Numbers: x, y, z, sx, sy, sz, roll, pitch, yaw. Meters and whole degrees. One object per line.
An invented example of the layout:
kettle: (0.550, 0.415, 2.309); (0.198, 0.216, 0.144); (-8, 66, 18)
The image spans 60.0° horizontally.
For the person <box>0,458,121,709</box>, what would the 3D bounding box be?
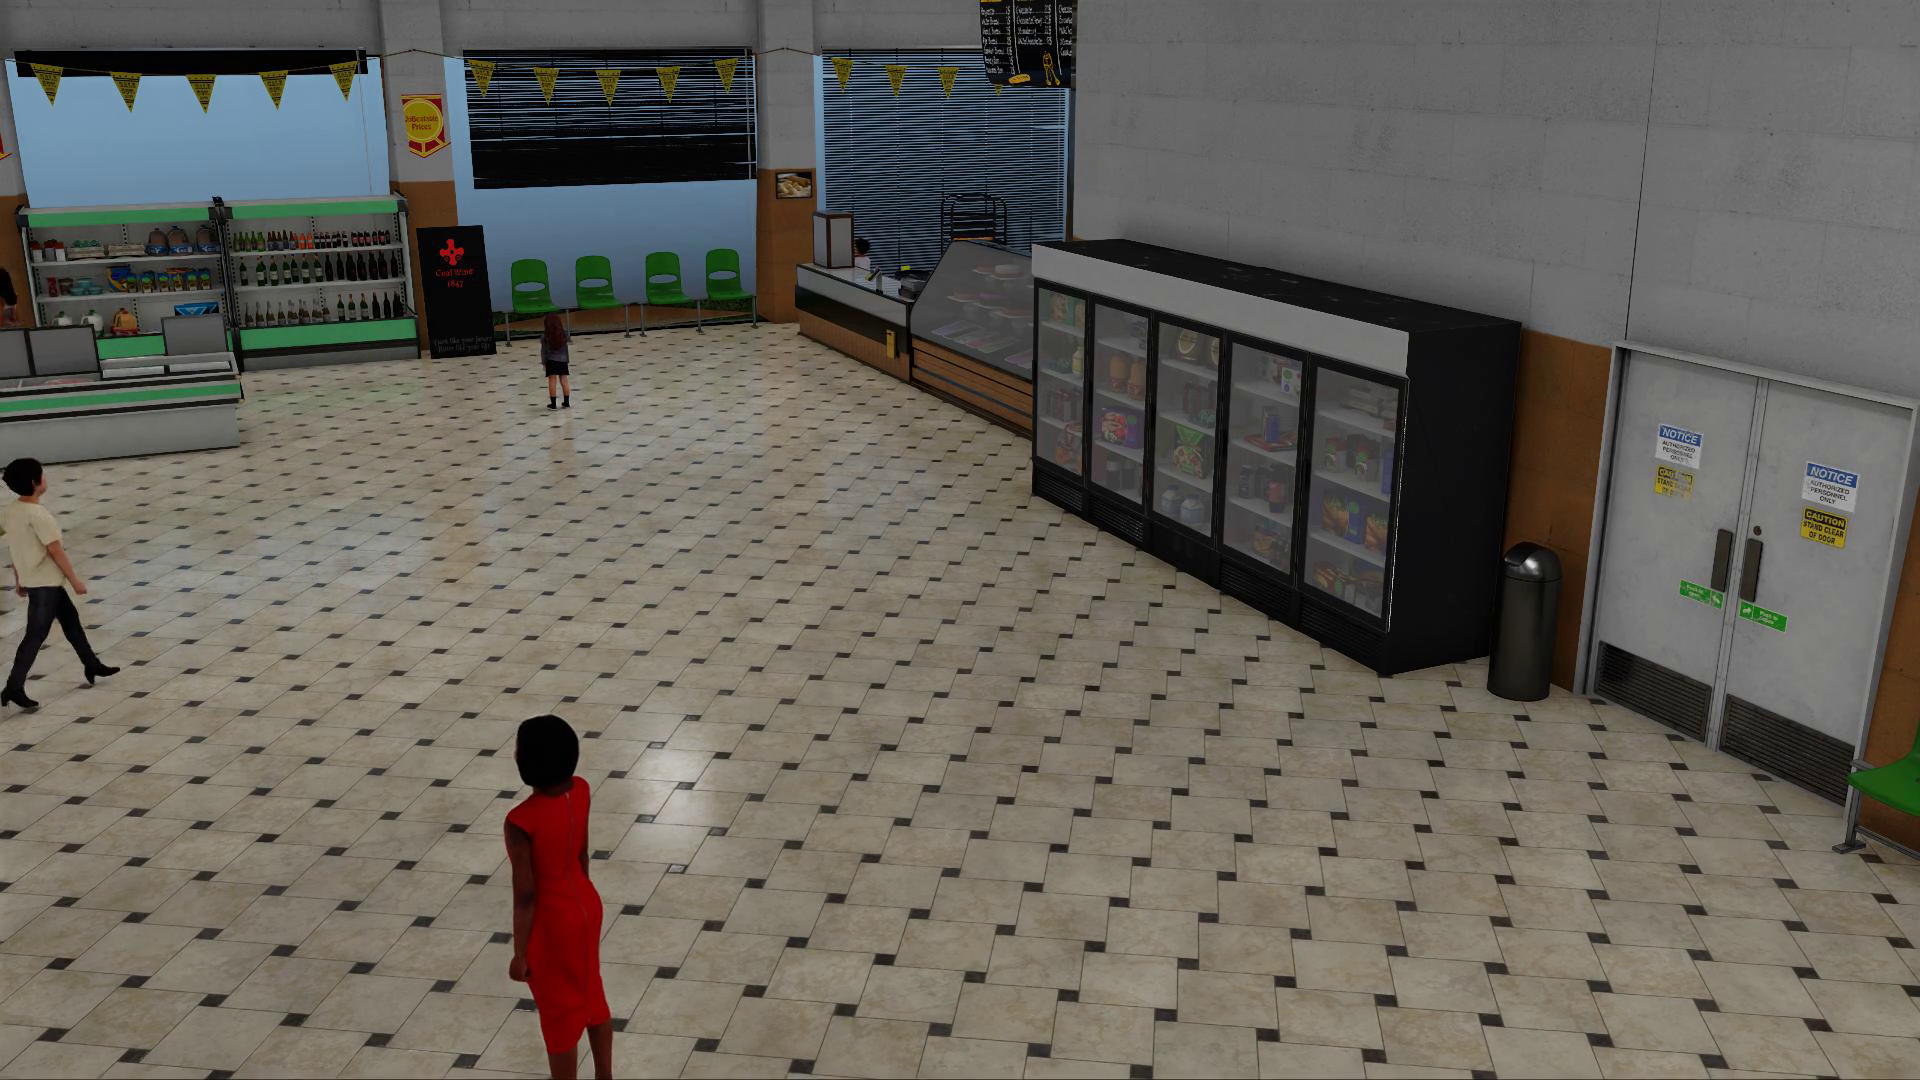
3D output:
person: (-5.773, 0.306, 10.347); (0.868, 1.548, 1.090); (13, 21, 37)

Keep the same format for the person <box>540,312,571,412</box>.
person: (-4.567, -2.027, 18.790); (0.411, 1.105, 0.546); (-10, 20, -31)

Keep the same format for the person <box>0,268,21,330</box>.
person: (-10.425, -2.174, 18.385); (1.089, 1.623, 0.784); (-3, 17, -11)

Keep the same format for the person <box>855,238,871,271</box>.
person: (-1.431, -3.775, 24.272); (0.625, 1.265, 0.544); (15, 23, 41)

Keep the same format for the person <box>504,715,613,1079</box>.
person: (-1.485, 1.465, 6.194); (0.701, 1.743, 0.618); (9, 19, 26)
